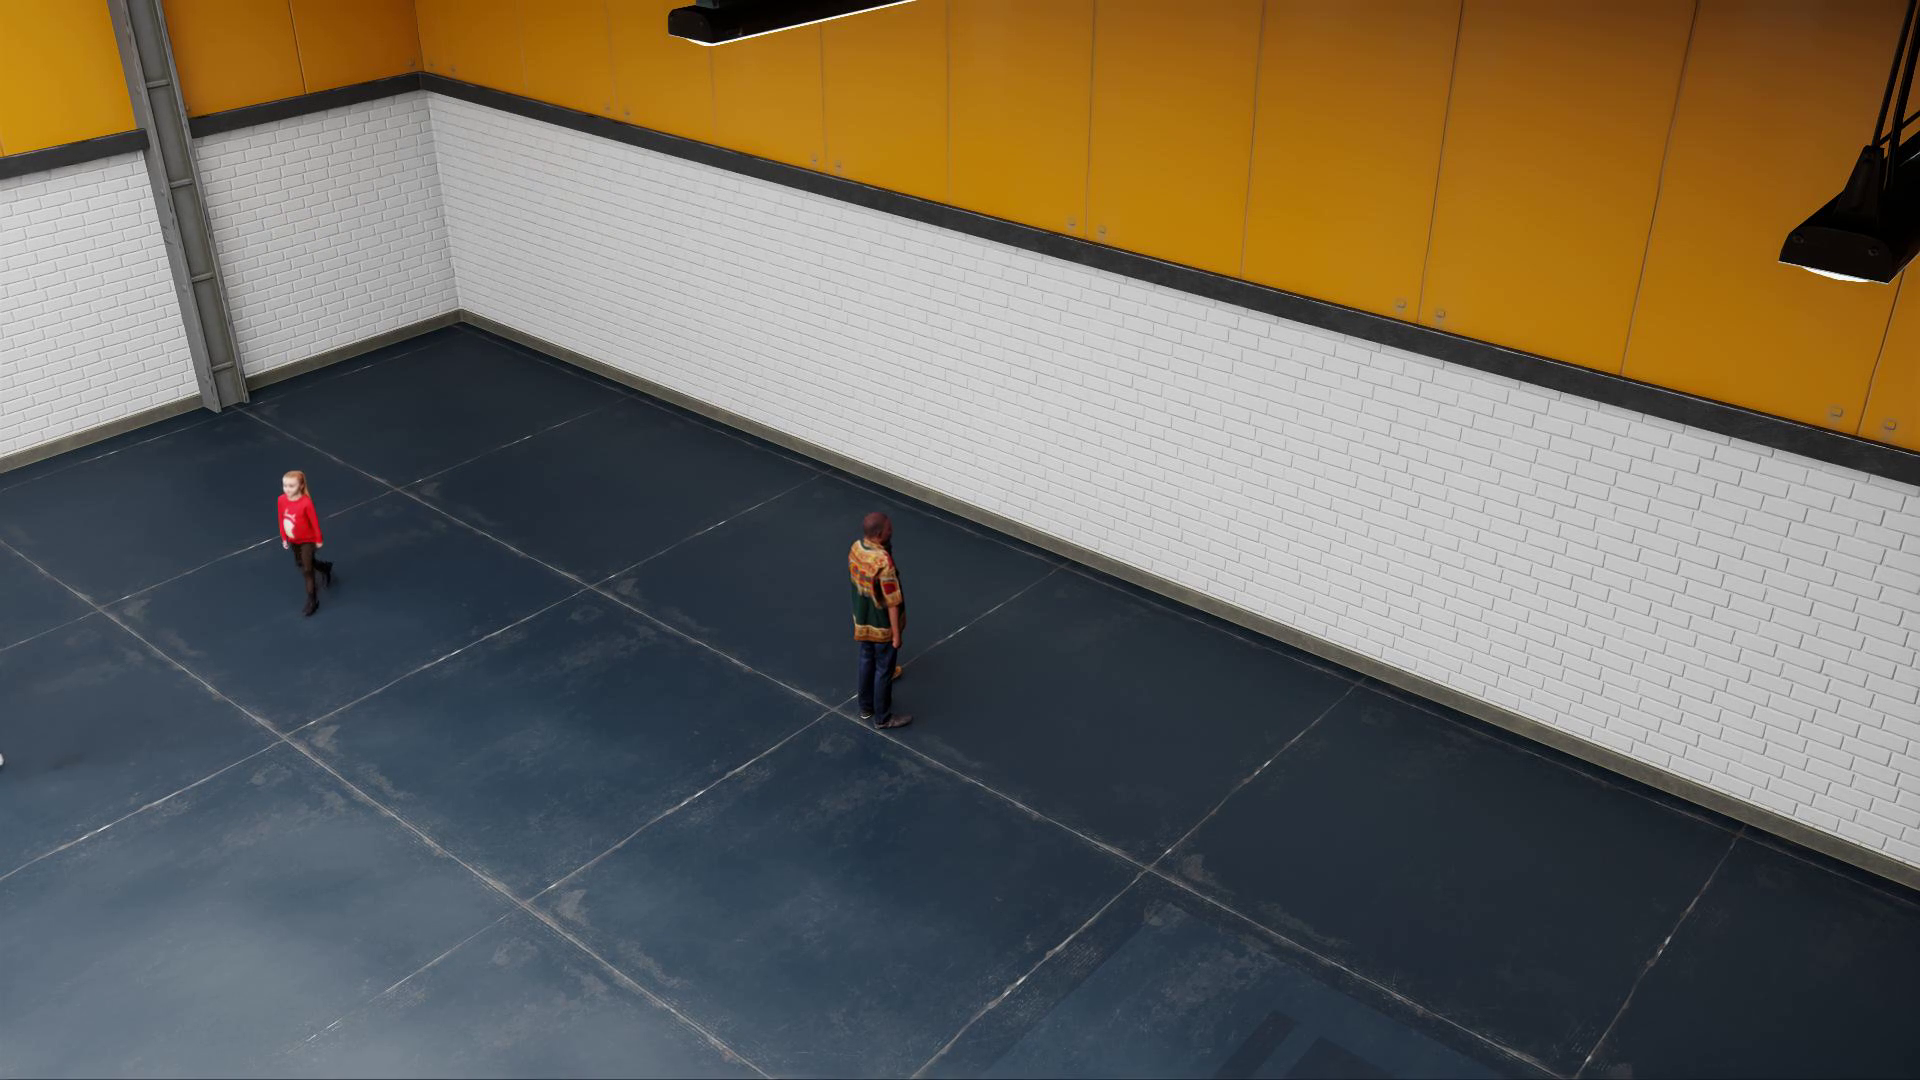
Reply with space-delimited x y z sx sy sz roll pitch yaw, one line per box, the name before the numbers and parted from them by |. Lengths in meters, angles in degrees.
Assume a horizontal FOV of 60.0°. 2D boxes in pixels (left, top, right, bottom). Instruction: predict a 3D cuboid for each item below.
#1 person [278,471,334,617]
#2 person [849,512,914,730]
person | -5.642 -0.031 14.338 0.711 1.266 0.909 7 29 12
person | -0.628 0.598 12.620 0.757 1.806 0.774 -18 33 -30
